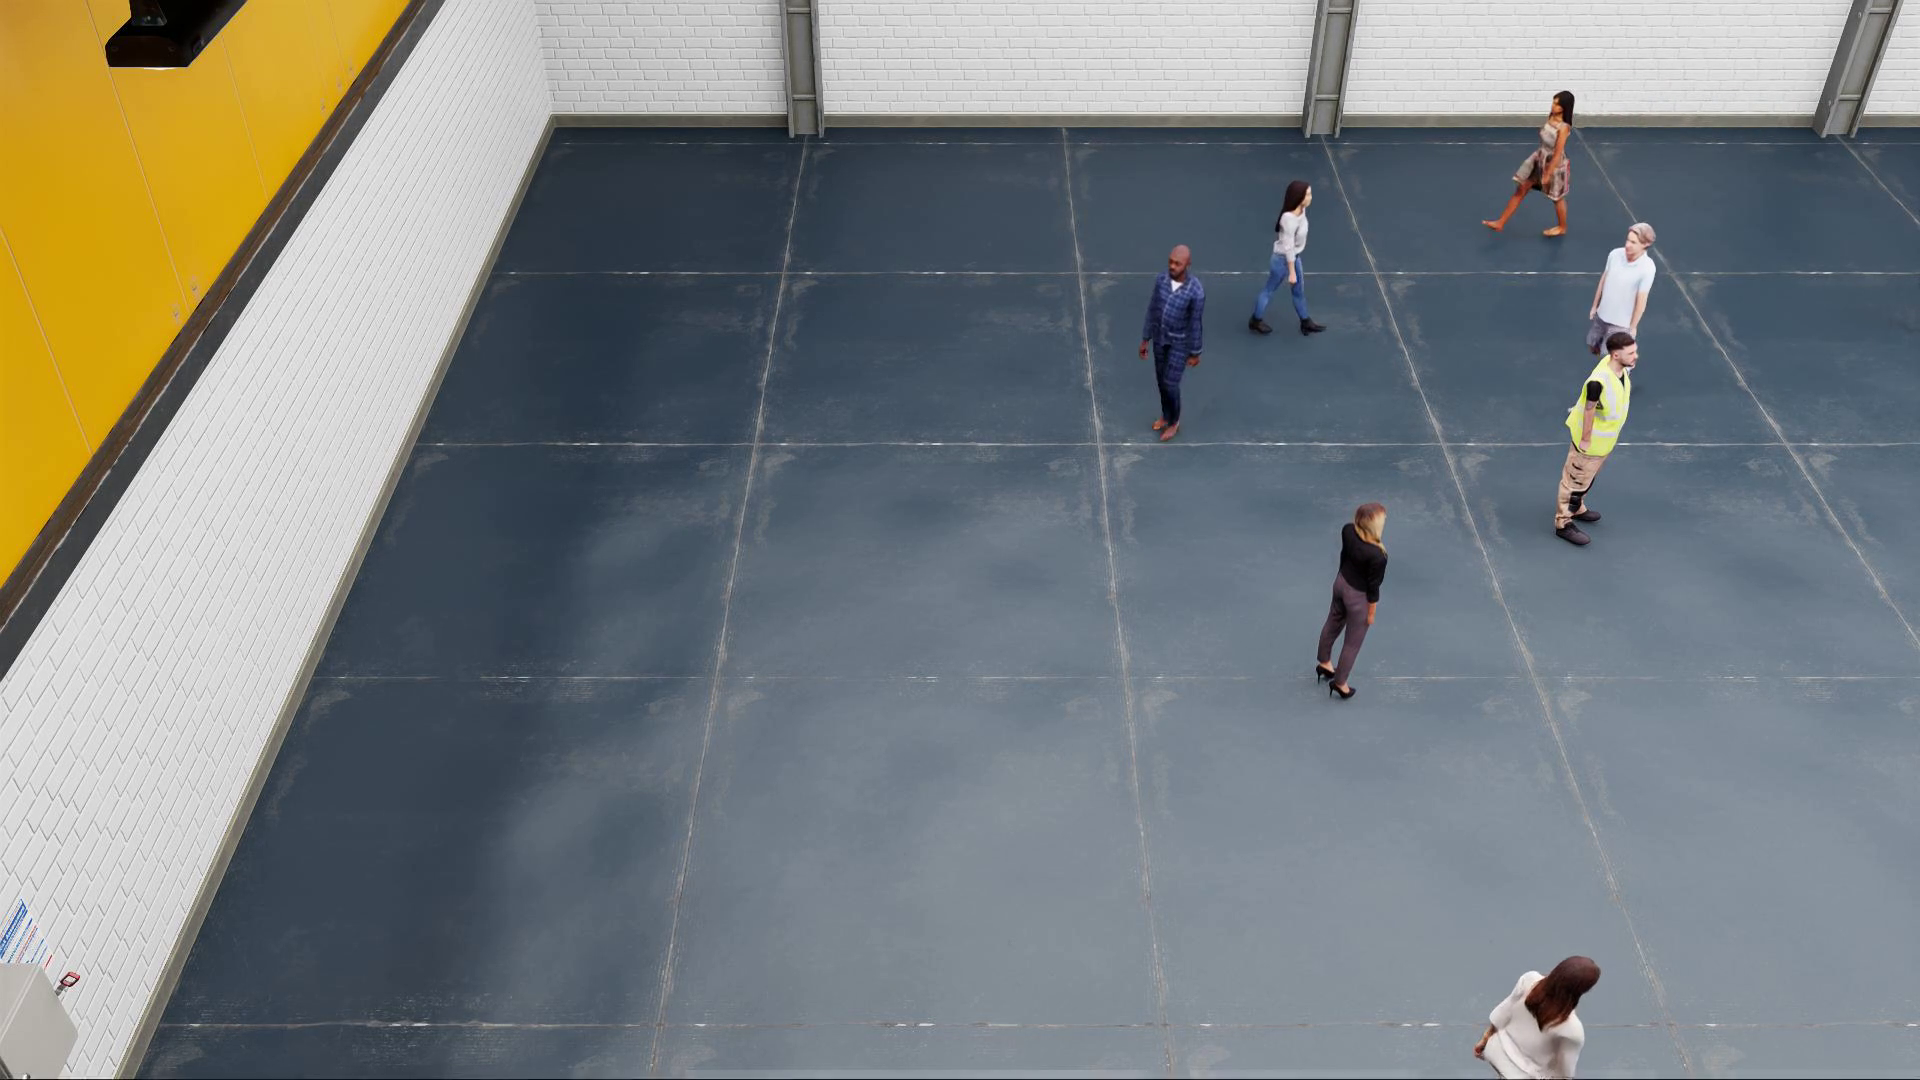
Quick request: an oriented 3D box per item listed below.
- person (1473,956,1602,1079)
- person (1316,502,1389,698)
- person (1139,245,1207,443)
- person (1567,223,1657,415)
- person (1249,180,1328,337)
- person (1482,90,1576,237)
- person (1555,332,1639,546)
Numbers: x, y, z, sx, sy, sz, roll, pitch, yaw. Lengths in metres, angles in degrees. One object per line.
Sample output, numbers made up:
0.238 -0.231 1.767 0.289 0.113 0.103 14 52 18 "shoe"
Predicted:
2.836 2.771 8.698 1.194 1.621 0.867 -15 41 -18 "person"
2.733 0.411 11.616 0.664 1.667 0.660 -16 41 -19 "person"
1.861 -1.745 14.203 0.806 1.807 0.866 31 48 33 "person"
5.772 -1.930 14.433 1.117 1.810 0.924 -18 42 -21 "person"
2.935 -2.596 15.437 1.057 1.597 0.866 15 41 18 "person"
6.081 -3.781 16.925 1.153 1.593 0.725 -4 39 -5 "person"
4.990 -0.838 13.036 0.892 1.846 0.849 23 44 26 "person"
